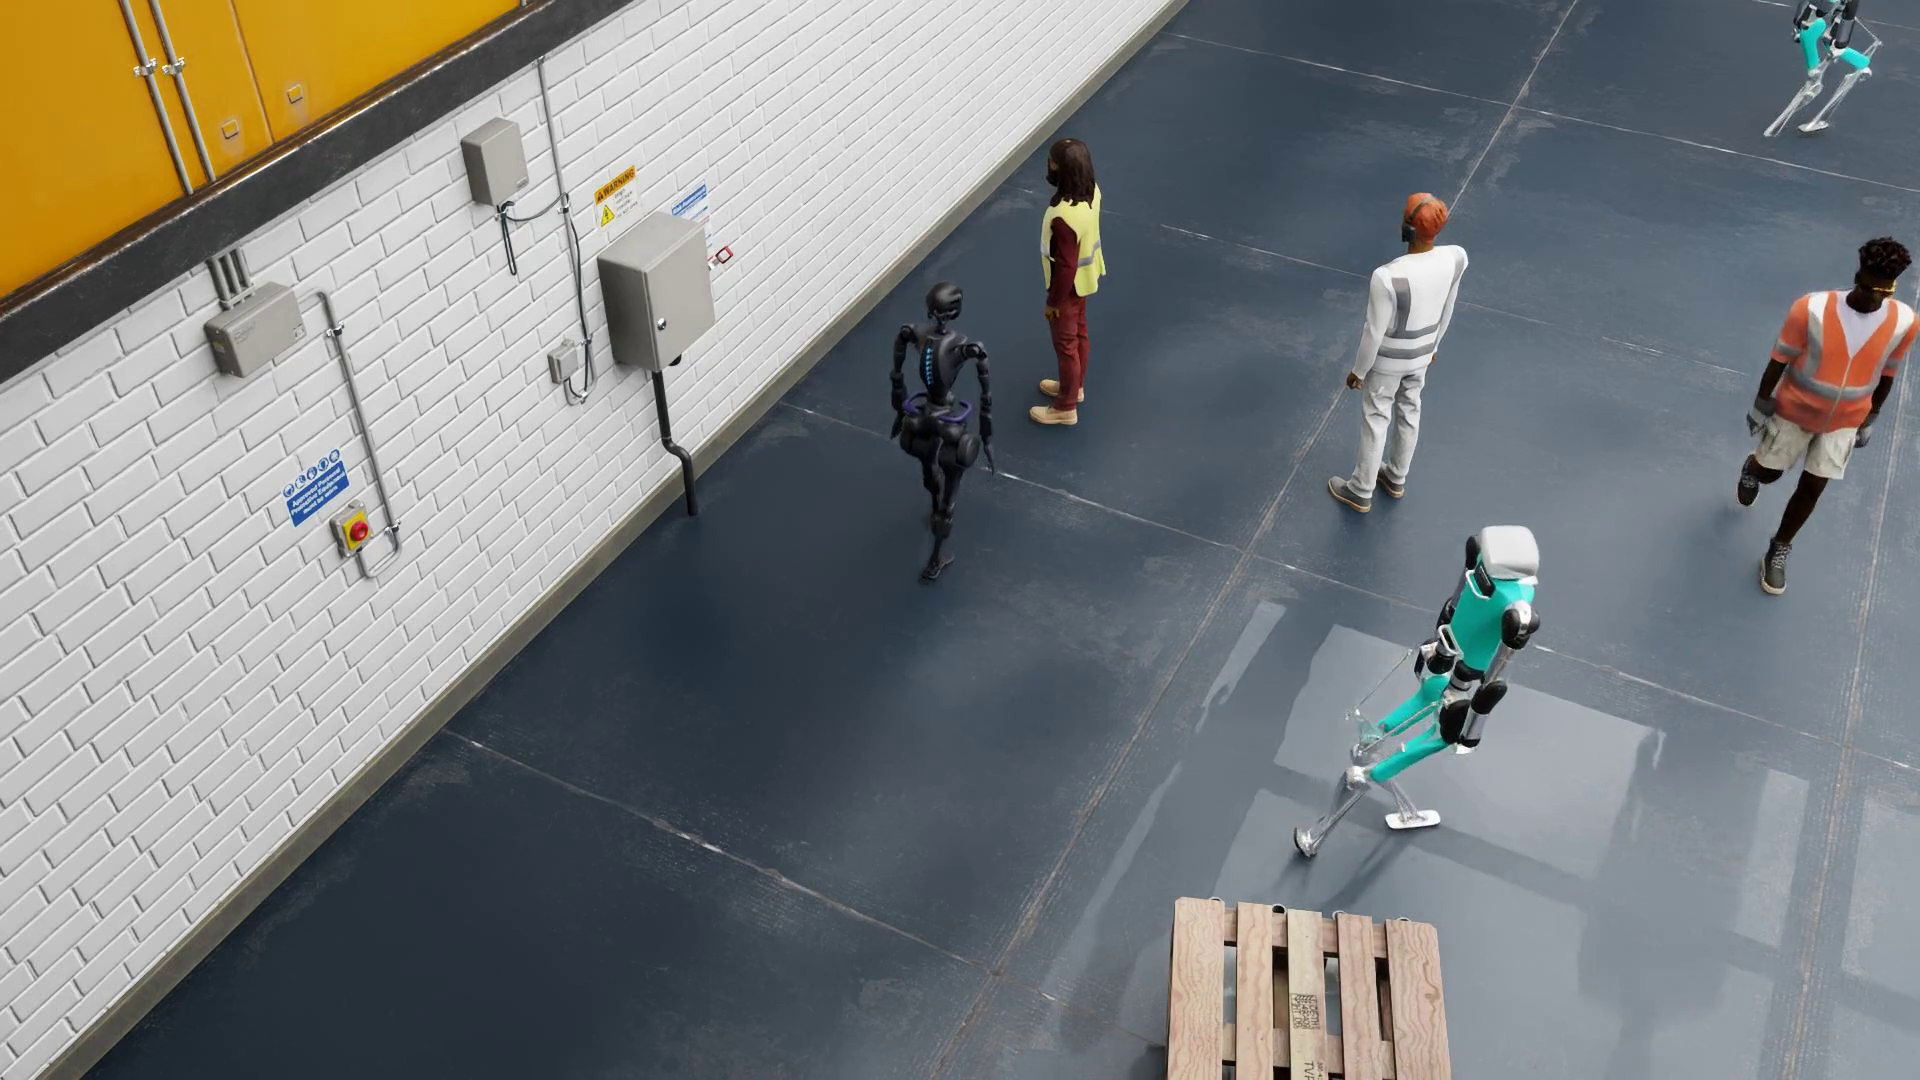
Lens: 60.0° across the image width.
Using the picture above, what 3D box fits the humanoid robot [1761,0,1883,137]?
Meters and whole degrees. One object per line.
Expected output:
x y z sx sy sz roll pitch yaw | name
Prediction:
6.343 -3.700 12.015 0.883 1.777 0.545 -11 42 -13 | humanoid robot

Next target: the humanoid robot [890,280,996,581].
-0.072 -0.600 8.476 0.610 1.626 0.714 17 44 19 | humanoid robot

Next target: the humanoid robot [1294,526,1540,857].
1.798 0.695 6.950 0.894 1.819 0.546 -4 41 -5 | humanoid robot

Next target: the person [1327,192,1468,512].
2.291 -0.968 8.724 0.574 1.884 0.356 -20 45 -21 | person

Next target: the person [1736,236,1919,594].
4.313 -0.694 8.361 0.610 1.942 0.766 9 42 11 | person

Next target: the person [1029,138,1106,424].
0.614 -1.438 9.358 0.376 1.768 0.466 12 42 13 | person
